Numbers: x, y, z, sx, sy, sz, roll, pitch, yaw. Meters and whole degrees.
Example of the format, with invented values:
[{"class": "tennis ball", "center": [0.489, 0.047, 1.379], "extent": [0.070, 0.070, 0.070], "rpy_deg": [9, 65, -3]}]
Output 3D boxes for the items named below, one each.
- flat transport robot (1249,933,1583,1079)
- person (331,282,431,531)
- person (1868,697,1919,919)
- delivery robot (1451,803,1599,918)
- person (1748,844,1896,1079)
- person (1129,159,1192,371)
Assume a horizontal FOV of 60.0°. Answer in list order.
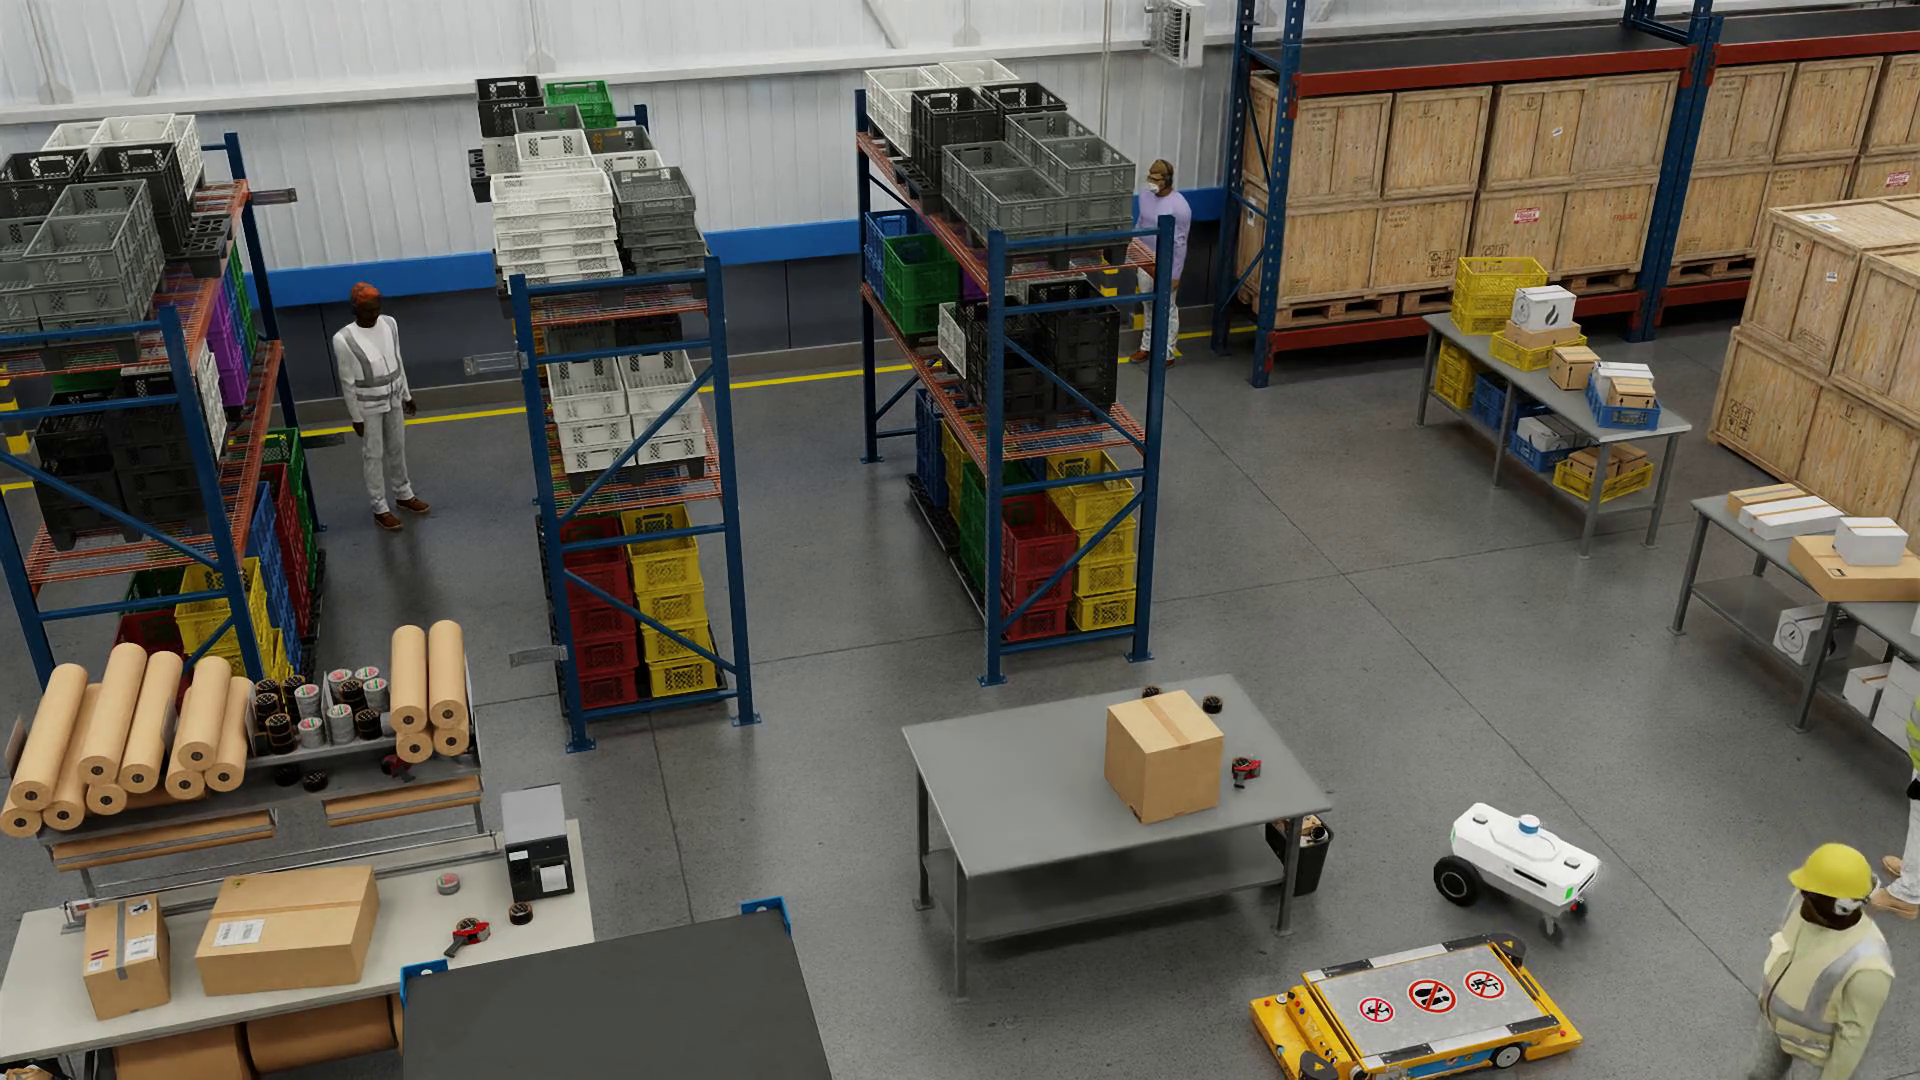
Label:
[{"class": "flat transport robot", "center": [2.184, 2.282, 7.980], "extent": [1.431, 0.197, 0.652], "rpy_deg": [-8, 30, -14]}, {"class": "person", "center": [-4.283, -1.000, 12.291], "extent": [0.352, 1.884, 0.574], "rpy_deg": [14, 32, 24]}, {"class": "person", "center": [5.042, 1.107, 8.497], "extent": [0.621, 1.847, 0.429], "rpy_deg": [-23, 36, -35]}, {"class": "delivery robot", "center": [2.953, 1.661, 8.724], "extent": [0.707, 0.478, 0.477], "rpy_deg": [25, 37, 37]}, {"class": "person", "center": [3.501, 2.013, 6.877], "extent": [0.409, 1.820, 0.613], "rpy_deg": [-3, 29, -5]}, {"class": "person", "center": [1.789, -2.466, 14.912], "extent": [0.370, 1.933, 0.626], "rpy_deg": [-18, 34, -30]}]
